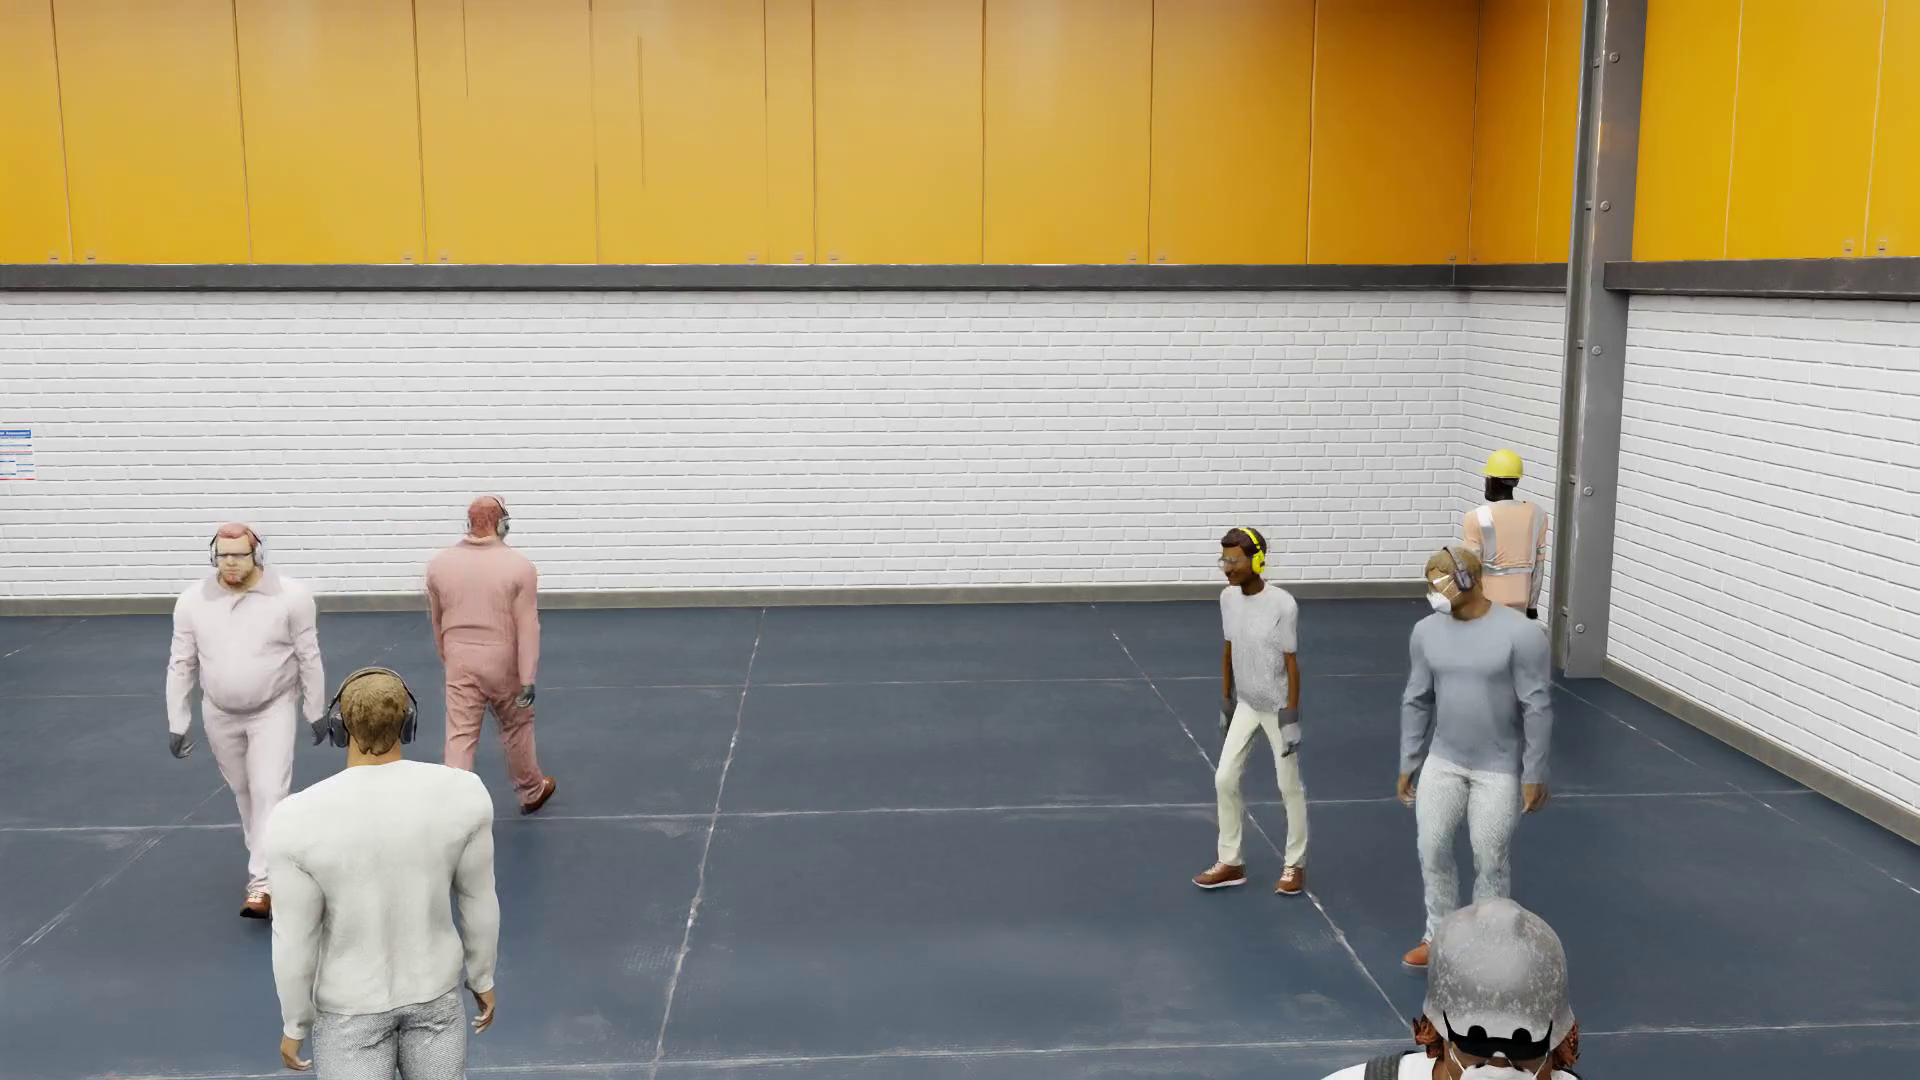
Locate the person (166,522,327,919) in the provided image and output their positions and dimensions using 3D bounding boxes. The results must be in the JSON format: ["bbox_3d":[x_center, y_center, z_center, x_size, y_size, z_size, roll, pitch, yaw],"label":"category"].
[{"bbox_3d":[-3.414,0.855,7.884,0.679,1.860,0.950,-1,9,-5],"label":"person"}]

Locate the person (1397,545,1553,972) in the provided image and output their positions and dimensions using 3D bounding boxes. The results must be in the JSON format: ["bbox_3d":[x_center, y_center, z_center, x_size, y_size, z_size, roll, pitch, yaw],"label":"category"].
[{"bbox_3d":[2.195,0.977,7.078,0.669,1.908,0.367,8,12,42],"label":"person"}]

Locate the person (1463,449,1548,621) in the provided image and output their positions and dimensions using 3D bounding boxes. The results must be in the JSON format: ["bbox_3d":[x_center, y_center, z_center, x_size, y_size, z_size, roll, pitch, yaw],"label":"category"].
[{"bbox_3d":[3.462,0.380,10.678,0.589,1.930,0.356,-3,9,-16],"label":"person"}]

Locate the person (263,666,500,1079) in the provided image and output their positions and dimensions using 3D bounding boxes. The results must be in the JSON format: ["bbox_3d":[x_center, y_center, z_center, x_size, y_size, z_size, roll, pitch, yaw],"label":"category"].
[{"bbox_3d":[-1.633,1.316,4.775,0.635,1.937,0.353,-6,11,-33],"label":"person"}]

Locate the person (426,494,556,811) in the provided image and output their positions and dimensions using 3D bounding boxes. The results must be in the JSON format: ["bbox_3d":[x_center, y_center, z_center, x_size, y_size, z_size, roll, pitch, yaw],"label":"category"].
[{"bbox_3d":[-2.557,0.673,9.060,0.660,1.853,0.989,1,9,8],"label":"person"}]

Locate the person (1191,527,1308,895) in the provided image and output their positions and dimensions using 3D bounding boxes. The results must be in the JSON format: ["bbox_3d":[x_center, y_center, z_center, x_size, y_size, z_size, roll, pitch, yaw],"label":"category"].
[{"bbox_3d":[1.446,0.844,8.107,0.609,1.828,0.507,-7,12,-39],"label":"person"}]
